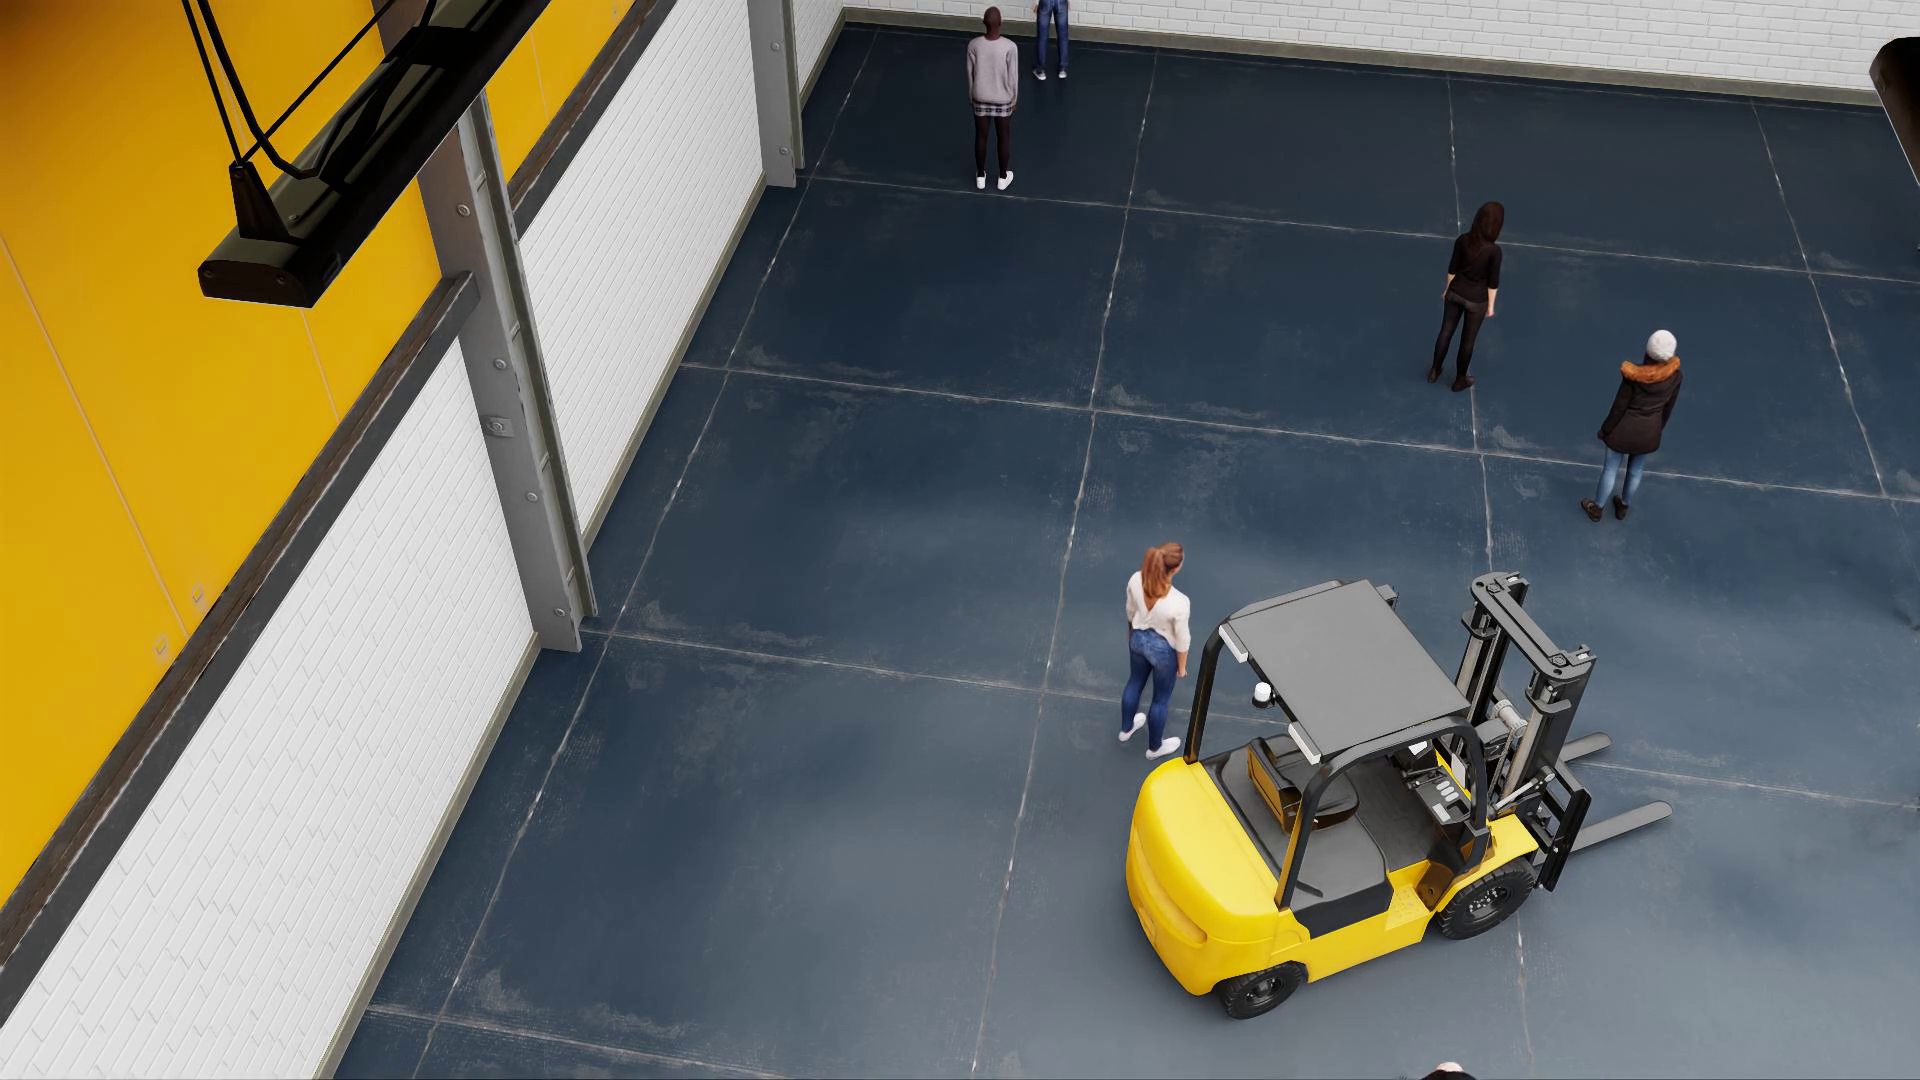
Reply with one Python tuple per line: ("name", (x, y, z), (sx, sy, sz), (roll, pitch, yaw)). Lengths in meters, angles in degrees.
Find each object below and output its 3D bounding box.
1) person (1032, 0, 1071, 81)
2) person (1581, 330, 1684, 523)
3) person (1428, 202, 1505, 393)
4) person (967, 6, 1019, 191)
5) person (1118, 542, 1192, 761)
("person", (0.922, -5.374, 16.641), (0.595, 1.557, 0.590), (-5, 44, -5))
("person", (4.780, -0.794, 11.776), (0.683, 1.636, 0.670), (-1, 44, -1))
("person", (3.941, -1.882, 12.916), (0.656, 1.640, 0.661), (30, 51, 28))
("person", (0.293, -3.993, 15.036), (0.605, 1.771, 0.524), (6, 44, 7))
("person", (1.188, 0.667, 10.179), (0.708, 1.723, 0.687), (-34, 53, -30))
